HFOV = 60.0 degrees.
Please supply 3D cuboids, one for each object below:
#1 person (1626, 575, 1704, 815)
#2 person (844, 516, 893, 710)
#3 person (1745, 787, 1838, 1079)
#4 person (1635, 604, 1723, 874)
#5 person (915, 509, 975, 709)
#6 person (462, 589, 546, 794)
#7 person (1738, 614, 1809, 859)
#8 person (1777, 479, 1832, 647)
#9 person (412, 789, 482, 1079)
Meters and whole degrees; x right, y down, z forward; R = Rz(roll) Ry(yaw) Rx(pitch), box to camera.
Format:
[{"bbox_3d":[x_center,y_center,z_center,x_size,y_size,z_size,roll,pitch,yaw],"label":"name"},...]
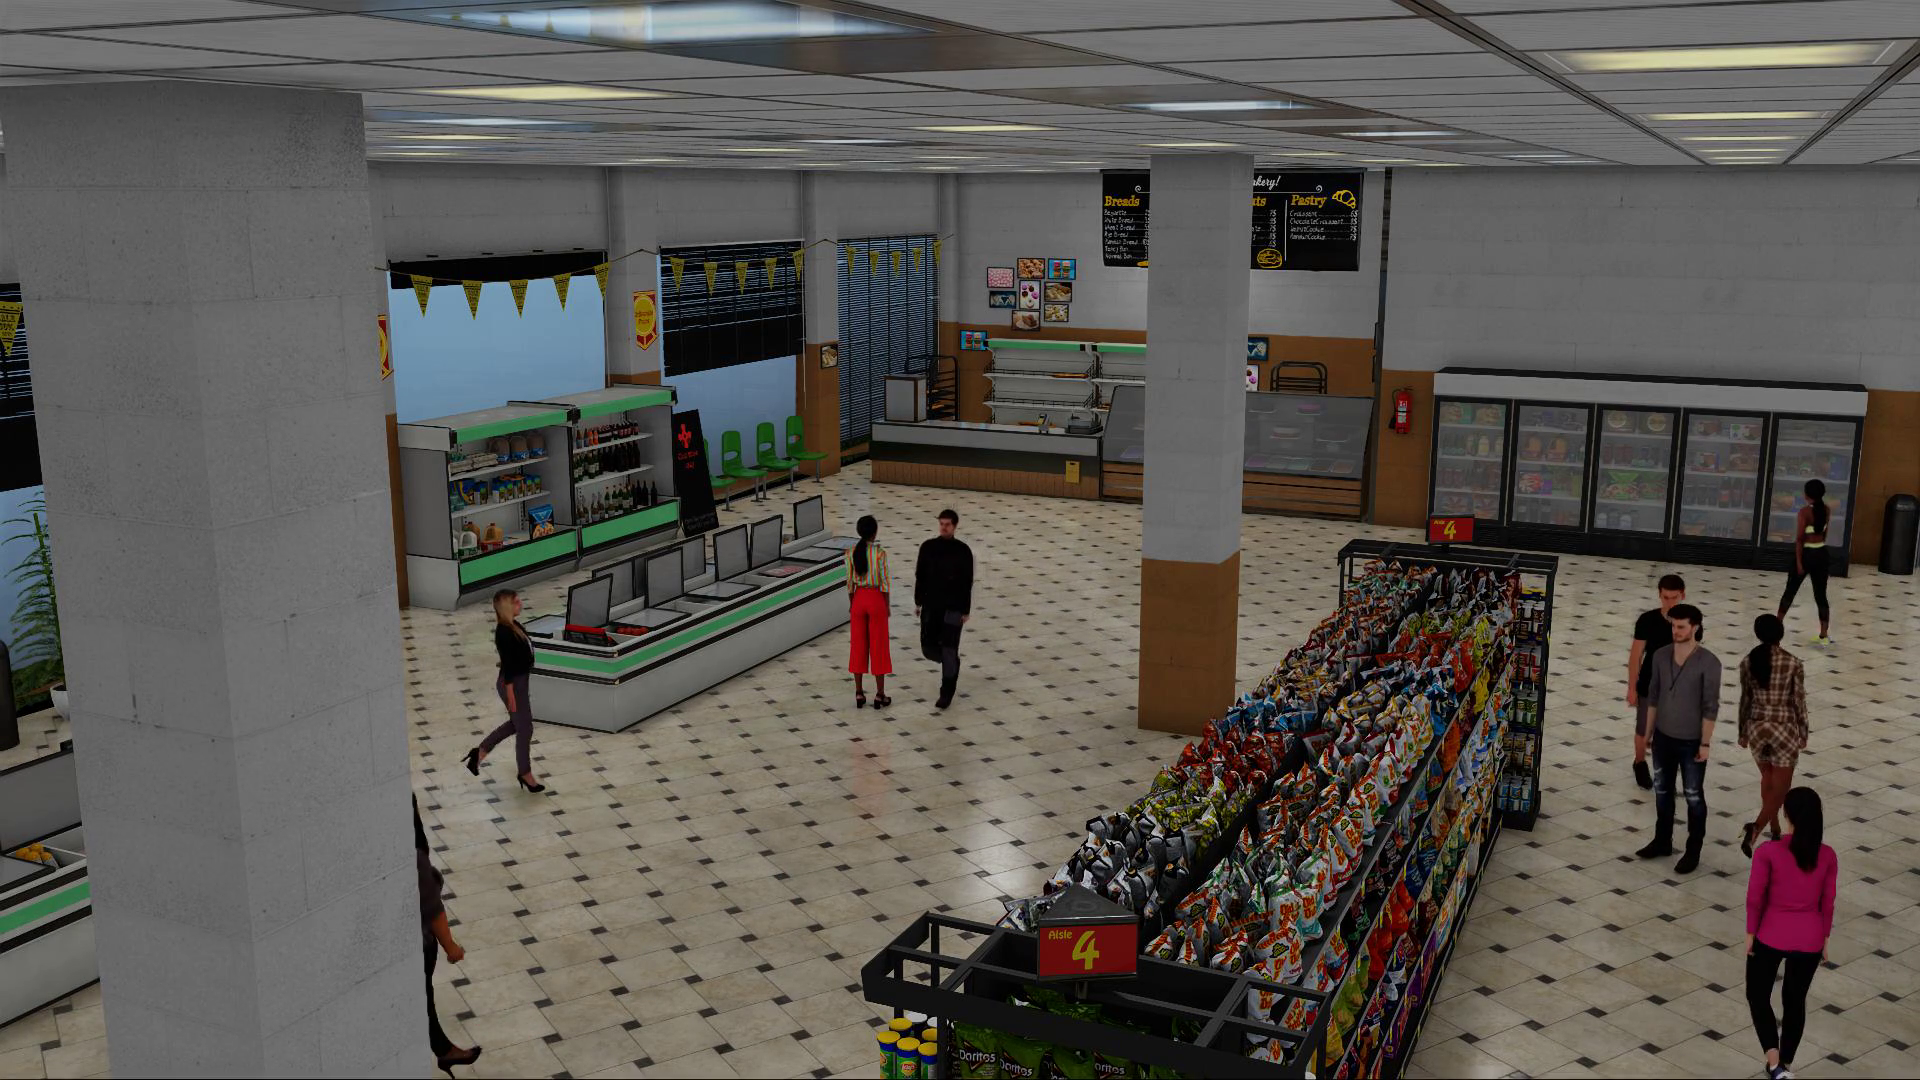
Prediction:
[{"bbox_3d":[5.456,1.135,12.923,0.834,1.826,1.273,3,12,13],"label":"person"},{"bbox_3d":[-0.838,0.660,15.260,0.632,1.793,0.575,3,12,16],"label":"person"},{"bbox_3d":[4.298,2.122,8.586,0.711,1.683,0.930,2,12,12],"label":"person"},{"bbox_3d":[5.067,1.369,11.641,0.773,1.896,0.769,-8,14,-34],"label":"person"},{"bbox_3d":[-0.122,0.610,15.421,0.717,1.824,0.928,5,13,23],"label":"person"},{"bbox_3d":[-3.579,1.200,13.036,0.926,1.653,0.908,-2,12,-9],"label":"person"},{"bbox_3d":[5.677,1.431,11.694,1.086,1.754,0.841,-10,15,-39],"label":"person"},{"bbox_3d":[8.931,0.272,17.325,0.959,1.700,1.209,-1,12,-5],"label":"person"},{"bbox_3d":[-2.847,2.139,8.241,0.730,1.791,1.177,7,14,31],"label":"person"}]
